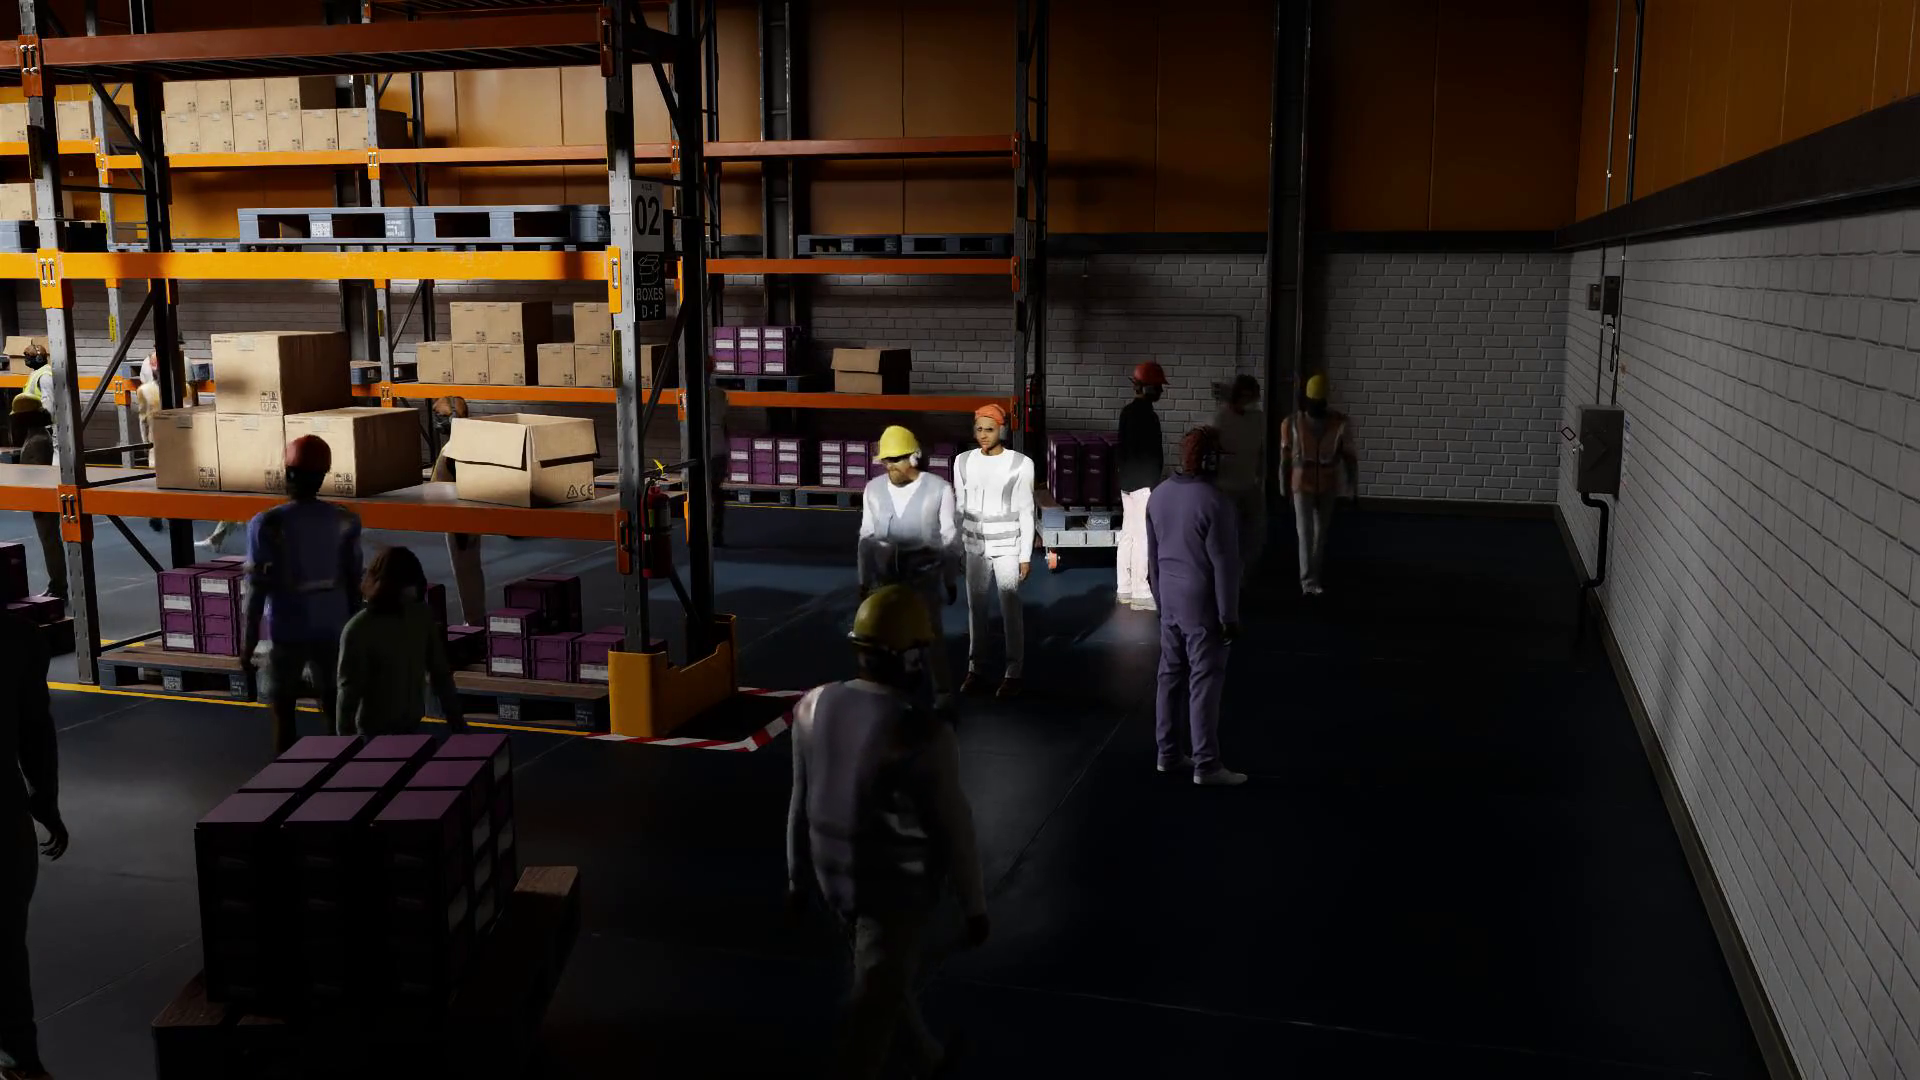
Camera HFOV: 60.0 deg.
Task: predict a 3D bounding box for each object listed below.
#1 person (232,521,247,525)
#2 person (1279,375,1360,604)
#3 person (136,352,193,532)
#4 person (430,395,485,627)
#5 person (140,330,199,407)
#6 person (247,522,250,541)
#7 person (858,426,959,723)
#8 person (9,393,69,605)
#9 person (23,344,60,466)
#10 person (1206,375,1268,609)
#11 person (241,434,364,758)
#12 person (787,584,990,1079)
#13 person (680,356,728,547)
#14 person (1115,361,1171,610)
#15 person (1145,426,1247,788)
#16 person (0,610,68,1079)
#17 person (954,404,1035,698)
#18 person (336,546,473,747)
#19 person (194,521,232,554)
[{"bbox_3d":[-7.661,-1.088,17.793,0.345,1.846,0.507,4,10,22],"label":"person"},{"bbox_3d":[2.941,-0.418,13.636,0.620,1.858,0.999,1,9,4],"label":"person"},{"bbox_3d":[-8.287,-1.035,17.382,0.548,1.870,1.026,-3,10,-20],"label":"person"},{"bbox_3d":[-3.592,-0.121,11.944,0.428,1.836,0.626,-2,10,-14],"label":"person"},{"bbox_3d":[-9.625,-1.619,20.432,0.672,2.000,0.536,2,10,13],"label":"person"},{"bbox_3d":[-6.929,-0.840,16.555,0.522,1.758,0.350,9,13,44],"label":"person"},{"bbox_3d":[-0.309,0.211,9.994,0.614,1.809,0.412,3,10,19],"label":"person"},{"bbox_3d":[-7.455,-0.322,13.458,0.311,1.735,0.484,-5,11,-27],"label":"person"},{"bbox_3d":[-10.869,-1.399,19.734,0.429,1.837,0.624,-7,11,-35],"label":"person"},{"bbox_3d":[2.210,-0.369,13.243,0.657,1.898,0.542,-6,11,-32],"label":"person"},{"bbox_3d":[-3.271,0.450,8.259,0.653,1.913,0.356,-7,12,-38],"label":"person"},{"bbox_3d":[-0.164,1.019,5.112,0.630,1.784,0.896,8,12,39],"label":"person"},{"bbox_3d":[-2.509,-0.882,16.360,0.531,1.907,0.585,9,13,42],"label":"person"},{"bbox_3d":[1.477,-0.439,13.388,0.399,1.989,0.622,-3,10,-17],"label":"person"},{"bbox_3d":[1.275,0.350,8.838,0.405,1.909,0.641,-6,11,-32],"label":"person"},{"bbox_3d":[-3.195,0.911,5.321,0.372,1.940,0.627,9,13,42],"label":"person"},{"bbox_3d":[0.209,0.067,10.657,0.577,1.880,0.351,5,10,27],"label":"person"},{"bbox_3d":[-2.333,0.807,7.015,0.848,1.584,0.505,3,10,20],"label":"person"},{"bbox_3d":[-6.843,-0.742,15.817,1.022,1.808,0.530,-1,9,-6],"label":"person"}]
